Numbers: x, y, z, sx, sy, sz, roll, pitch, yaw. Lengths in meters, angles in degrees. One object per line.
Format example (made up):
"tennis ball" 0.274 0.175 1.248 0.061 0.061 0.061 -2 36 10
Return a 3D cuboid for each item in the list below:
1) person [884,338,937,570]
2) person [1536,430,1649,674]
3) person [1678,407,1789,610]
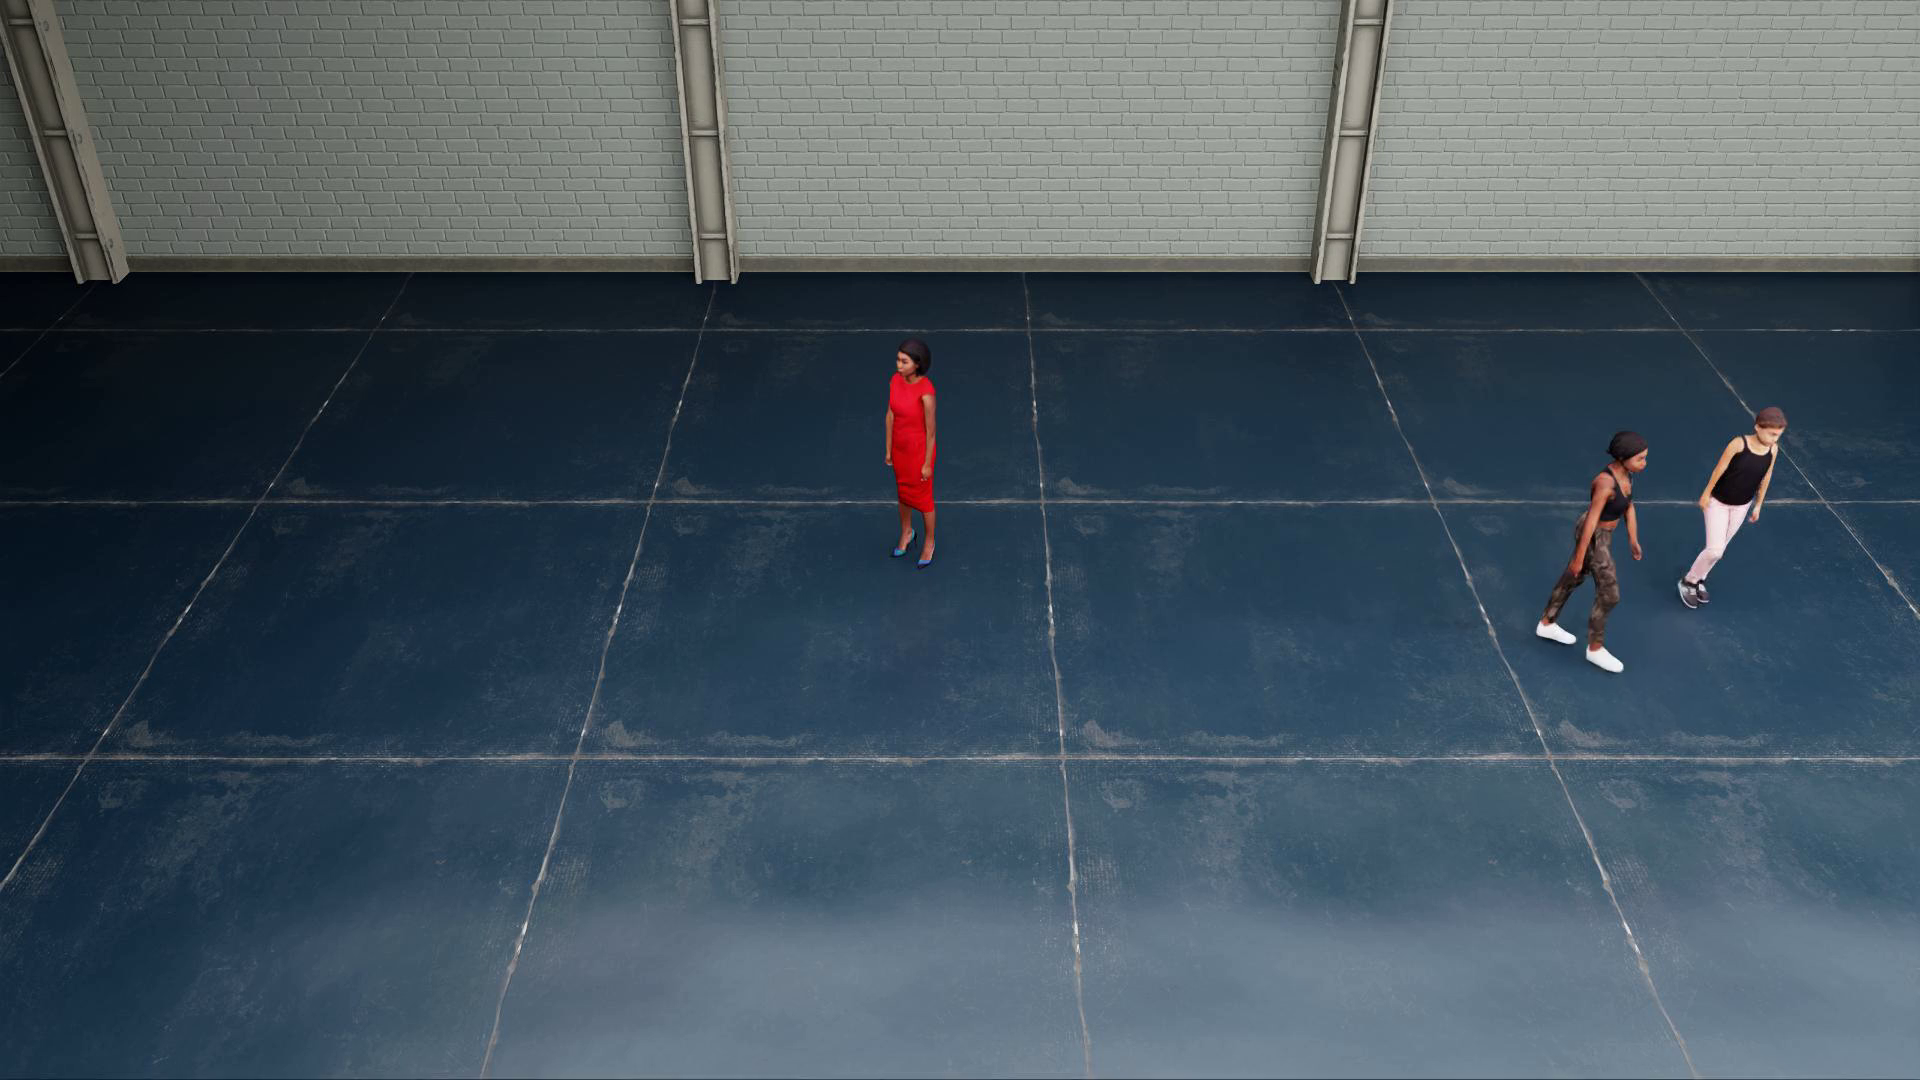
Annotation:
"person" -0.322 -0.608 11.623 0.622 1.744 0.696 25 41 33
"person" 4.018 0.006 10.747 0.977 1.670 0.885 19 38 27
"person" 5.195 -0.279 11.304 0.535 1.541 0.636 0 33 0
